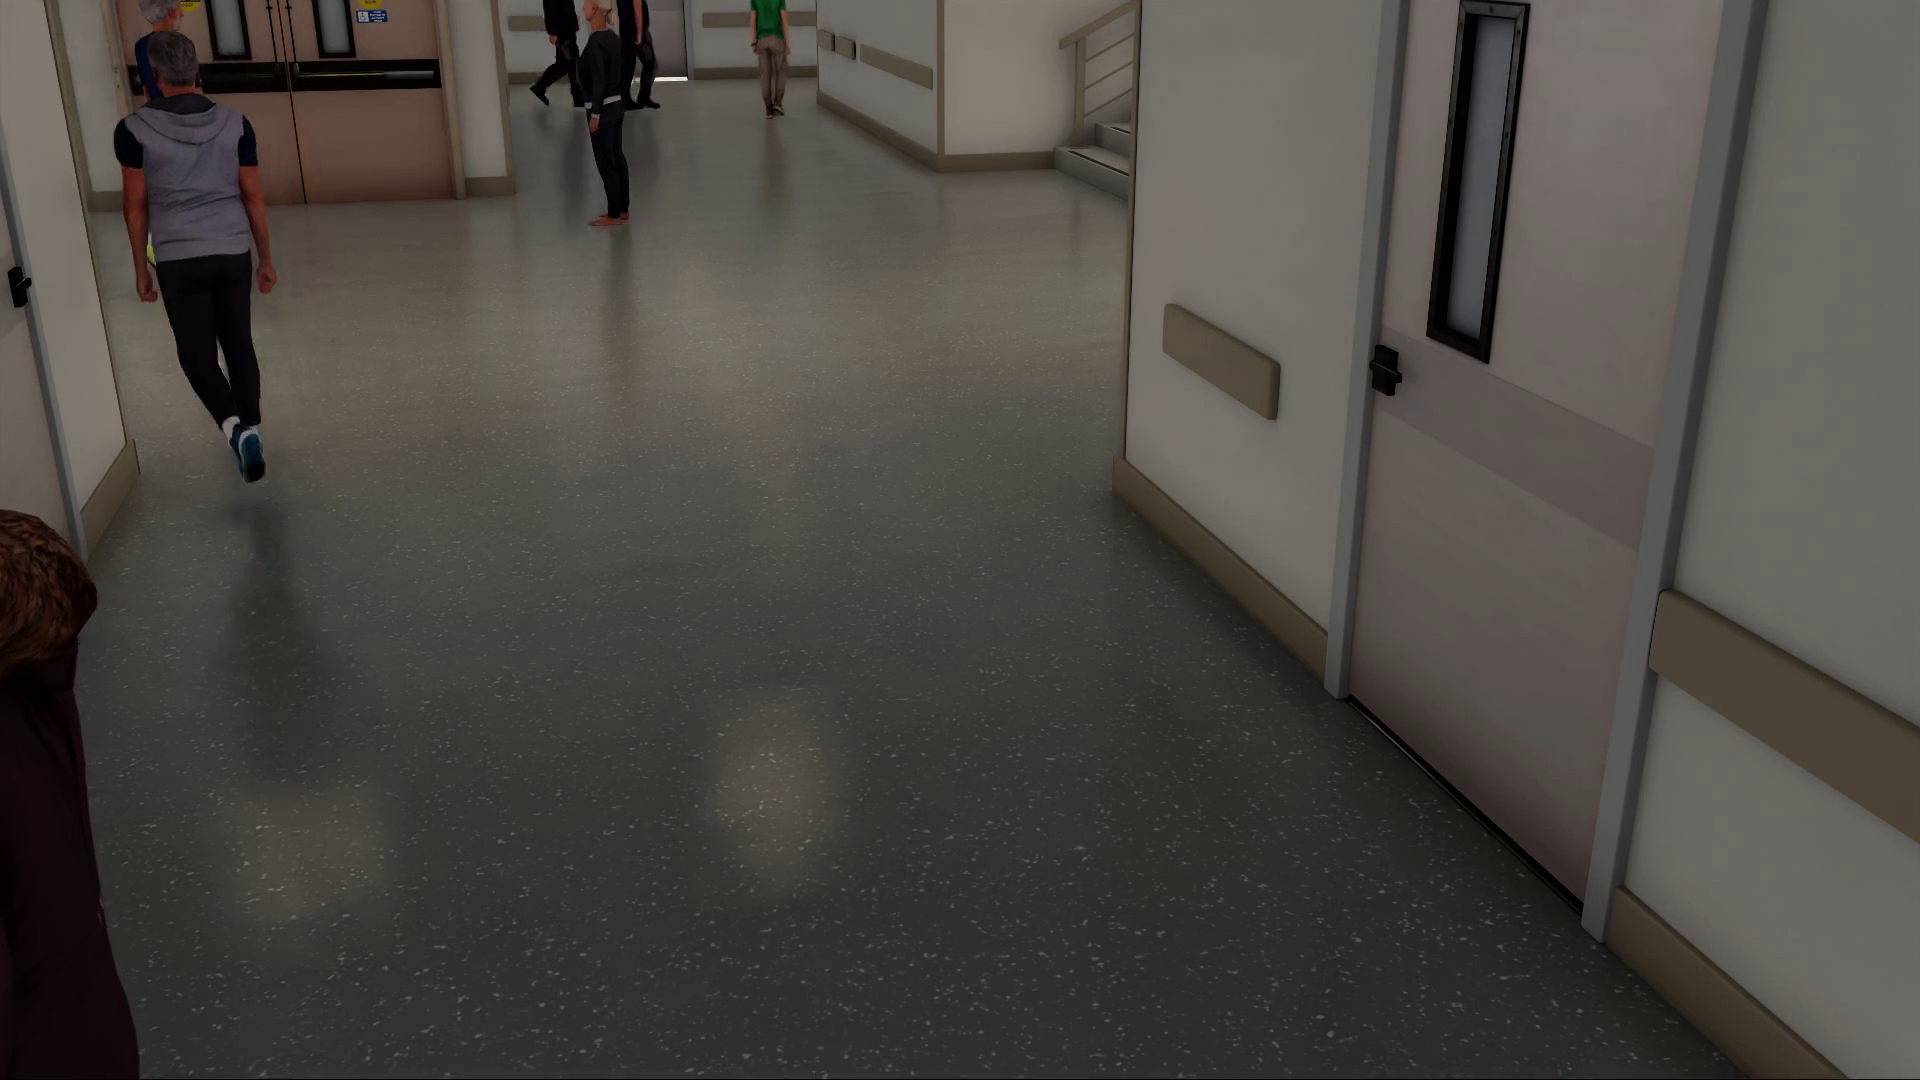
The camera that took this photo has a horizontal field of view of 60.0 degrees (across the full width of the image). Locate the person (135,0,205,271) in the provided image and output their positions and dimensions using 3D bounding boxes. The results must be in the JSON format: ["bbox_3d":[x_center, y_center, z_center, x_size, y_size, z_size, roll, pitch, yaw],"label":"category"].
[{"bbox_3d":[-4.999,-2.550,10.550,1.111,1.813,1.153,11,23,26],"label":"person"}]

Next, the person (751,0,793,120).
[{"bbox_3d":[-2.168,-5.638,18.948,0.645,1.640,0.755,0,21,0],"label":"person"}]

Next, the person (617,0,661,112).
[{"bbox_3d":[-3.937,-5.987,19.598,0.823,1.832,0.789,-19,28,-41],"label":"person"}]

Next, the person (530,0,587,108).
[{"bbox_3d":[-4.845,-6.121,19.951,1.142,1.831,0.910,-1,21,-3],"label":"person"}]

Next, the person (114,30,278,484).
[{"bbox_3d":[-3.028,-1.091,6.724,1.148,1.795,1.039,-15,25,-34],"label":"person"}]

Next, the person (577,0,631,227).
[{"bbox_3d":[-2.686,-3.276,12.590,0.644,1.727,0.666,2,21,6],"label":"person"}]
